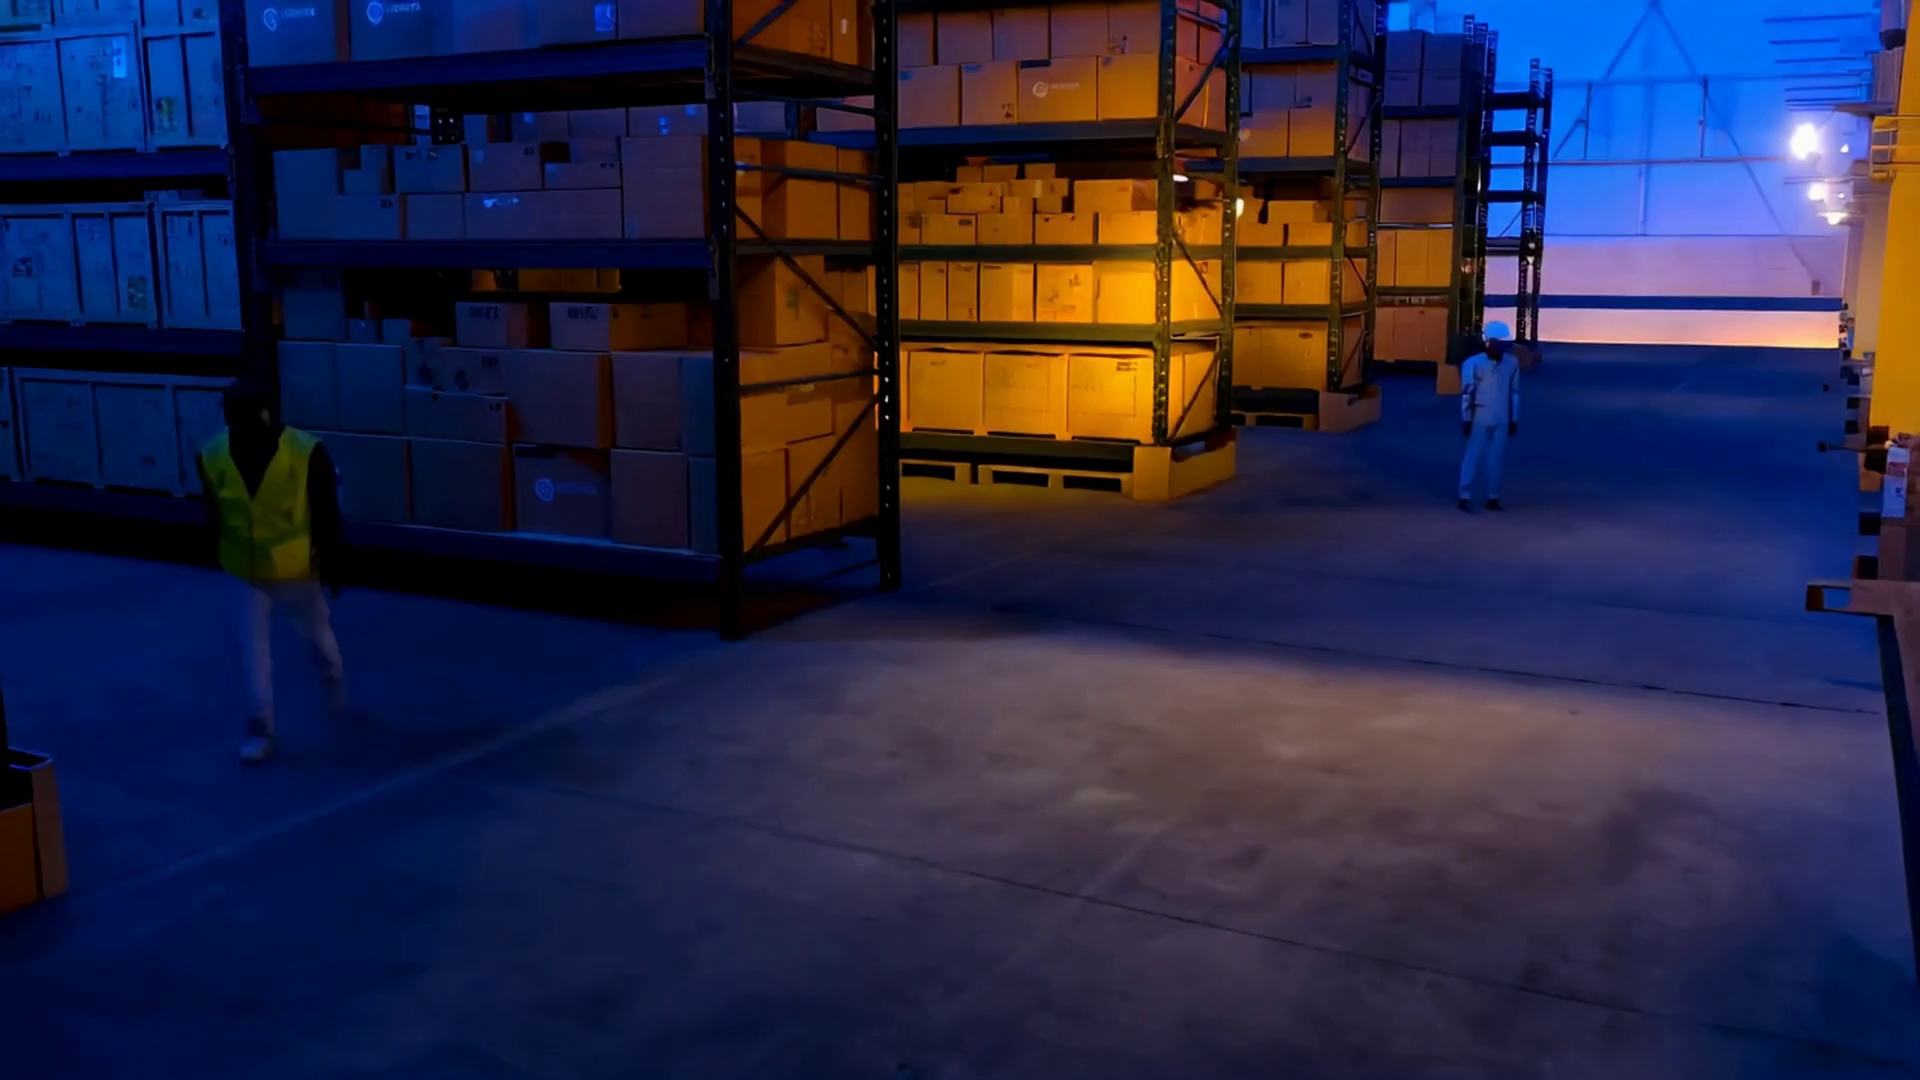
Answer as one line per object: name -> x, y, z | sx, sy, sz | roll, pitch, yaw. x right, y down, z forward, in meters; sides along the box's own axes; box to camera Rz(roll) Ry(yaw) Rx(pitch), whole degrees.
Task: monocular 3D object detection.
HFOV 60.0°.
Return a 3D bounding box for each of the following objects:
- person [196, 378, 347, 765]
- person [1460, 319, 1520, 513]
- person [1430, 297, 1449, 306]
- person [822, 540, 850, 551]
person -> -3.252, 0.087, 7.974 | 0.645, 1.785, 1.003 | -1, 10, -8
person -> 4.774, -1.105, 14.940 | 0.565, 1.742, 0.352 | -2, 10, -13
person -> 10.647, -4.926, 36.675 | 0.797, 1.879, 0.638 | 5, 11, 27
person -> -1.308, -0.698, 13.039 | 0.894, 1.583, 0.501 | 6, 12, 33
